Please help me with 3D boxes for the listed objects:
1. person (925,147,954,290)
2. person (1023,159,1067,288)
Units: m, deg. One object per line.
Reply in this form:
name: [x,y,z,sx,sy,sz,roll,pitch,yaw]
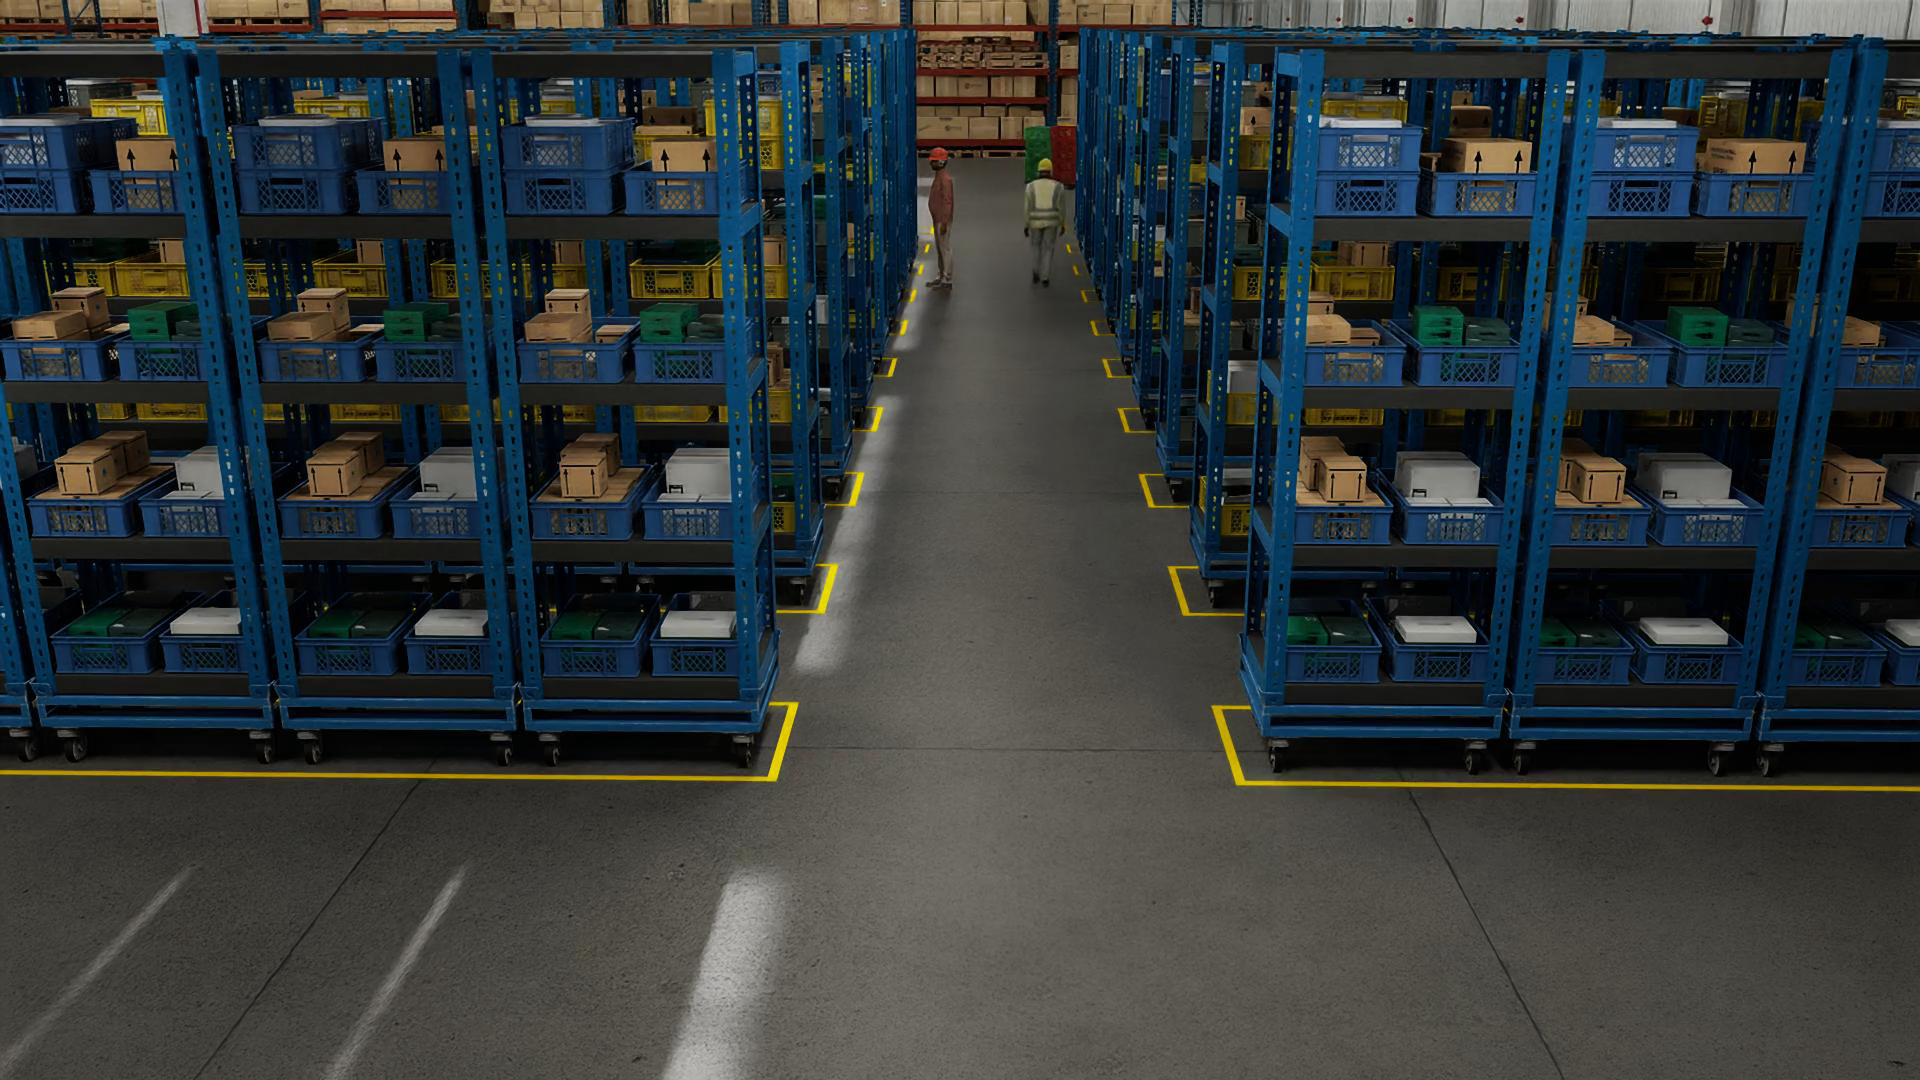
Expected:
person: [-0.275,-4.553,23.603,0.377,1.995,0.608,-4,18,-13]
person: [1.238,-4.594,24.043,0.617,1.798,0.857,2,18,6]
